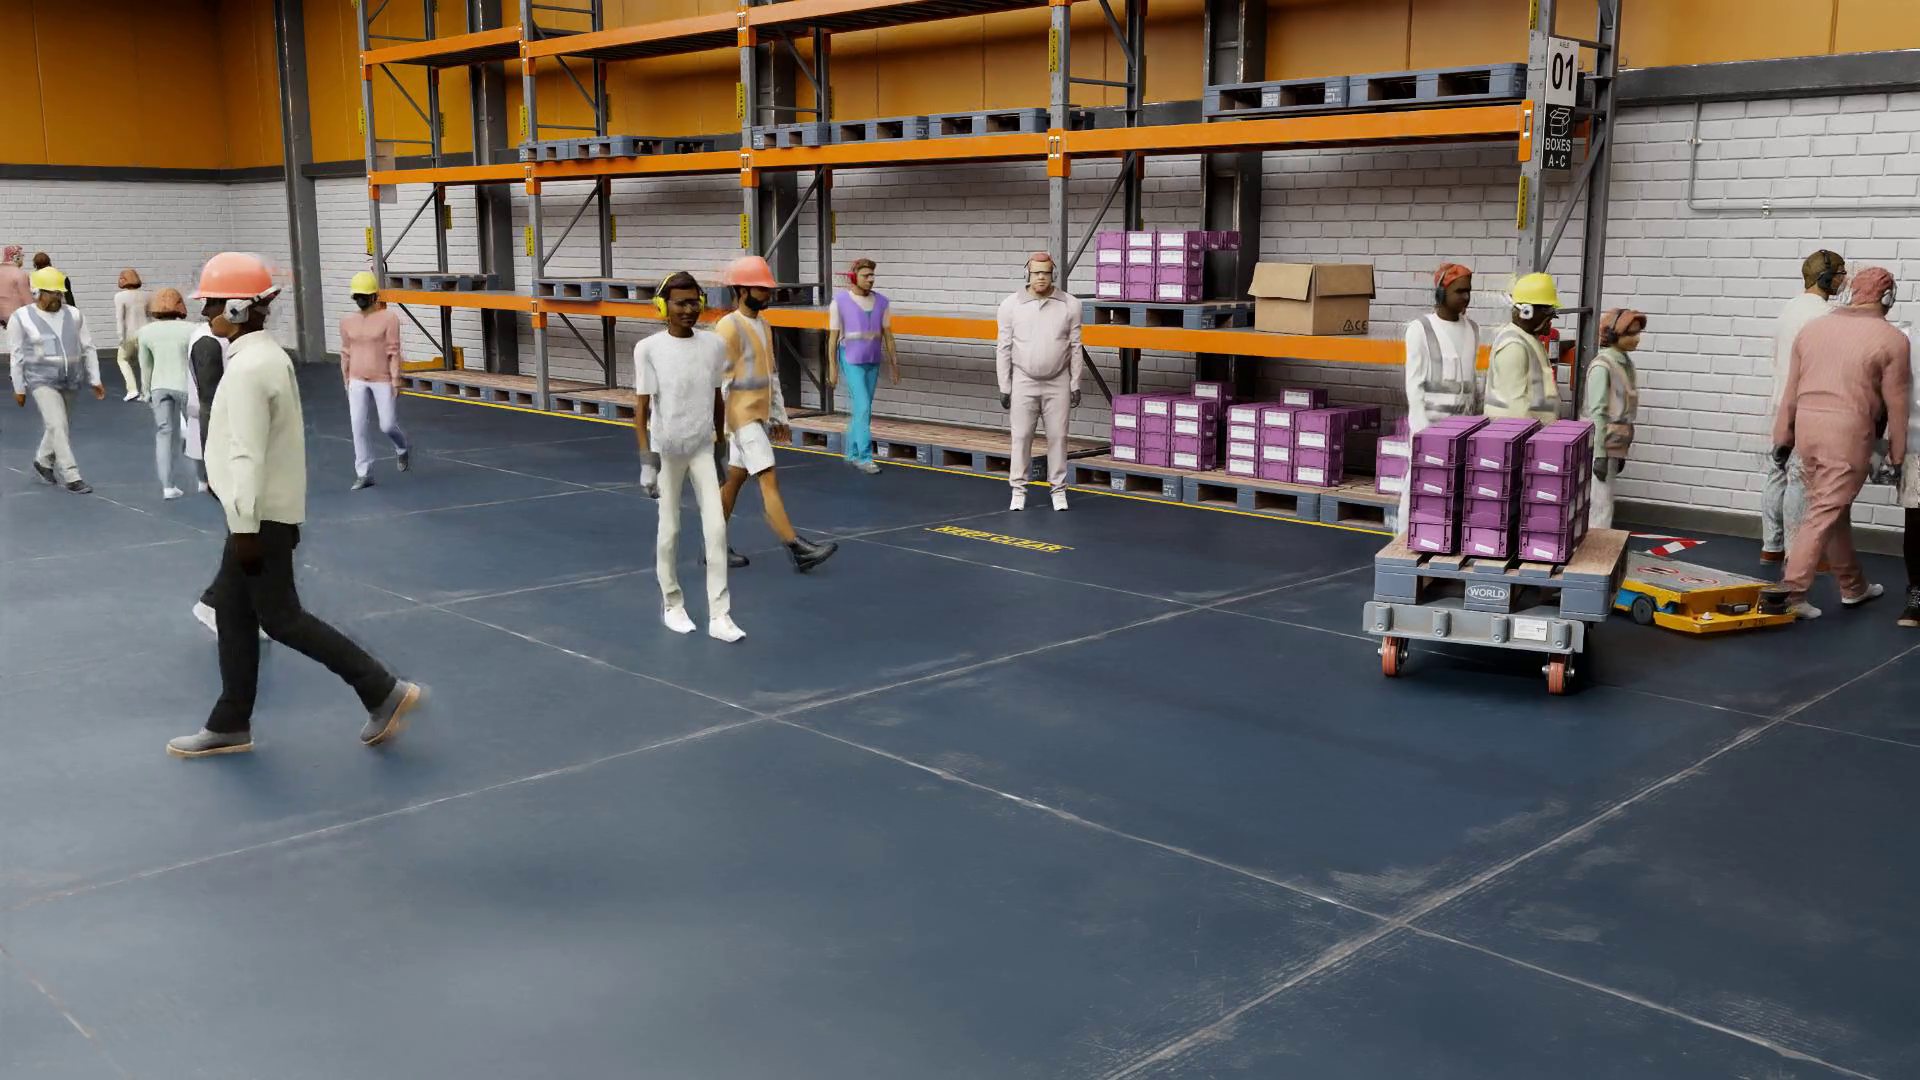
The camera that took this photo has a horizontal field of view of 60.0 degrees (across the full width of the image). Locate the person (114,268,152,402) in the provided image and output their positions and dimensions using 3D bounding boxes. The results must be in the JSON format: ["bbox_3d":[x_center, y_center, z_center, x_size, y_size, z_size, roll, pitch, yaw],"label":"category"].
[{"bbox_3d":[-10.051,-2.483,20.235,0.381,1.622,0.511,7,12,33],"label":"person"}]

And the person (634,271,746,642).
[{"bbox_3d":[-1.335,-0.401,8.265,0.558,1.837,0.811,-6,12,-31],"label":"person"}]

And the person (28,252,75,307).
[{"bbox_3d":[-12.567,-3.065,22.939,0.625,1.802,0.949,-3,11,-16],"label":"person"}]

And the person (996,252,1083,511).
[{"bbox_3d":[0.587,-1.147,12.205,0.636,1.900,0.400,-1,10,-3],"label":"person"}]

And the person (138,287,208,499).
[{"bbox_3d":[-6.076,-1.149,12.943,0.541,1.606,0.708,0,10,-2],"label":"person"}]

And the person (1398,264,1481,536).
[{"bbox_3d":[2.842,-0.643,9.576,0.599,1.848,0.837,-5,12,-27],"label":"person"}]

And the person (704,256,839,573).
[{"bbox_3d":[-1.166,-0.739,9.976,0.957,1.888,0.569,3,11,17],"label":"person"}]

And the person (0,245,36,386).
[{"bbox_3d":[-12.617,-3.008,22.362,0.662,1.891,0.477,6,12,30],"label":"person"}]

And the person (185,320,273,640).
[{"bbox_3d":[-3.537,-0.411,8.165,0.456,1.901,0.615,-1,10,-8],"label":"person"}]

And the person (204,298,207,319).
[{"bbox_3d":[-7.513,-2.034,17.226,1.004,1.826,0.572,9,14,40],"label":"person"}]

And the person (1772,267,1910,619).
[{"bbox_3d":[4.709,-0.500,8.778,0.926,1.848,0.663,-4,11,-20],"label":"person"}]

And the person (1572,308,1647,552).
[{"bbox_3d":[3.592,-0.473,9.260,0.377,1.623,0.523,8,13,38],"label":"person"}]

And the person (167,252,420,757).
[{"bbox_3d":[-2.614,-0.118,6.403,0.895,1.968,0.622,-2,11,-13],"label":"person"}]

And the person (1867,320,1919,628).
[{"bbox_3d":[4.968,-0.475,8.423,0.662,1.931,0.614,9,14,41],"label":"person"}]

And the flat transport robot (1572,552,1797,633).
[{"bbox_3d":[3.717,0.244,9.040,0.652,0.197,1.431,-4,11,-22],"label":"flat transport robot"}]

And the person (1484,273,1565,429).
[{"bbox_3d":[3.250,-0.567,9.251,0.705,1.806,0.623,6,12,28],"label":"person"}]

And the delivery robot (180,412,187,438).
[{"bbox_3d":[-6.752,-1.064,15.144,0.707,0.478,0.477,6,12,27],"label":"delivery robot"}]

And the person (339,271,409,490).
[{"bbox_3d":[-4.714,-1.297,13.432,0.525,1.740,0.630,1,10,4],"label":"person"}]

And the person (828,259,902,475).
[{"bbox_3d":[-0.770,-1.463,14.128,0.586,1.815,0.792,-9,14,-41],"label":"person"}]

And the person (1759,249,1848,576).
[{"bbox_3d":[5.088,-0.767,10.007,0.378,1.940,0.628,0,10,3],"label":"person"}]

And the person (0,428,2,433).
[{"bbox_3d":[-10.103,-2.070,16.824,0.607,2.044,0.375,0,10,-1],"label":"person"}]

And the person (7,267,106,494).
[{"bbox_3d":[-7.224,-1.277,13.226,0.930,1.792,0.591,7,13,34],"label":"person"}]
